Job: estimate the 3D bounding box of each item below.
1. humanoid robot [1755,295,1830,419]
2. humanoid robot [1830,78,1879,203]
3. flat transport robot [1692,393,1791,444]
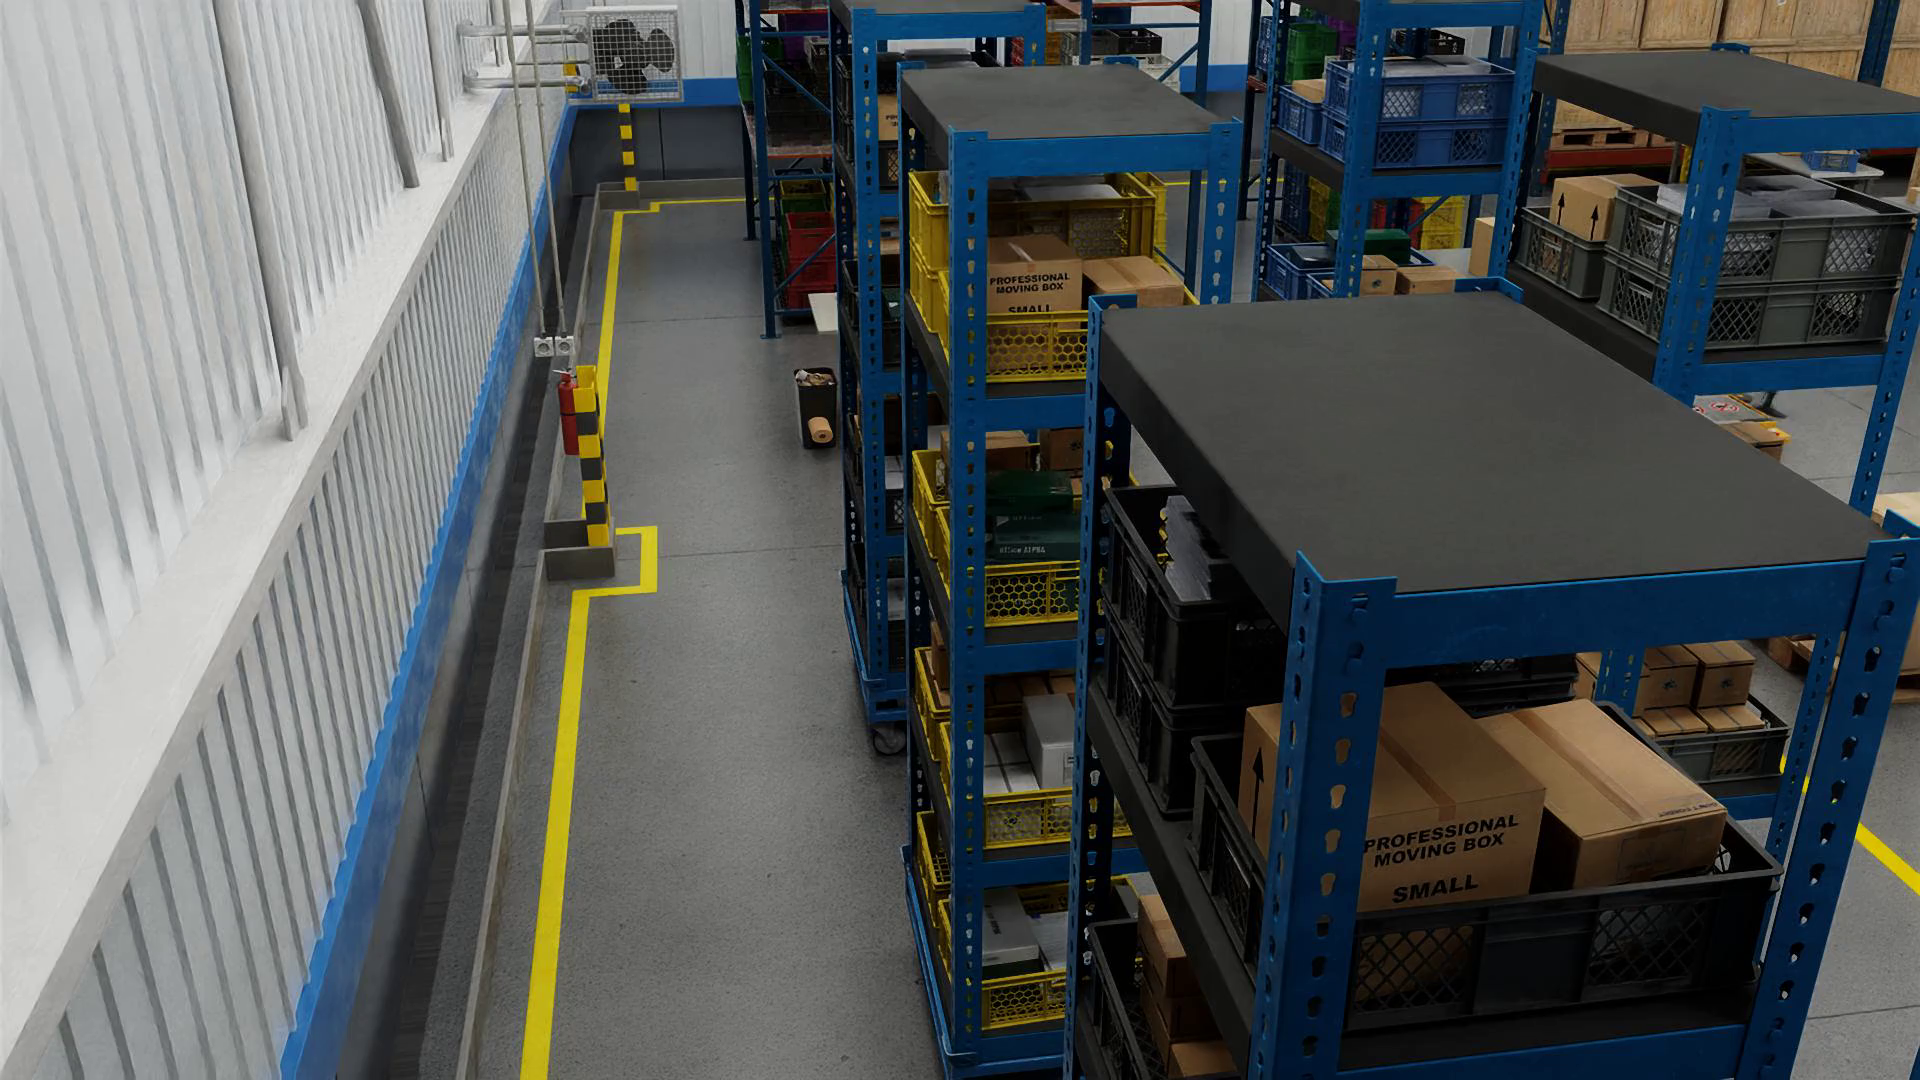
[{"bbox_3d":[6.114,-1.696,12.319,0.642,1.634,0.469,-9,26,-19],"label":"humanoid robot"},{"bbox_3d":[9.110,-3.878,17.027,0.329,1.657,0.583,15,29,30],"label":"humanoid robot"},{"bbox_3d":[5.224,-0.859,12.132,1.431,0.197,0.652,-4,25,-8],"label":"flat transport robot"}]
